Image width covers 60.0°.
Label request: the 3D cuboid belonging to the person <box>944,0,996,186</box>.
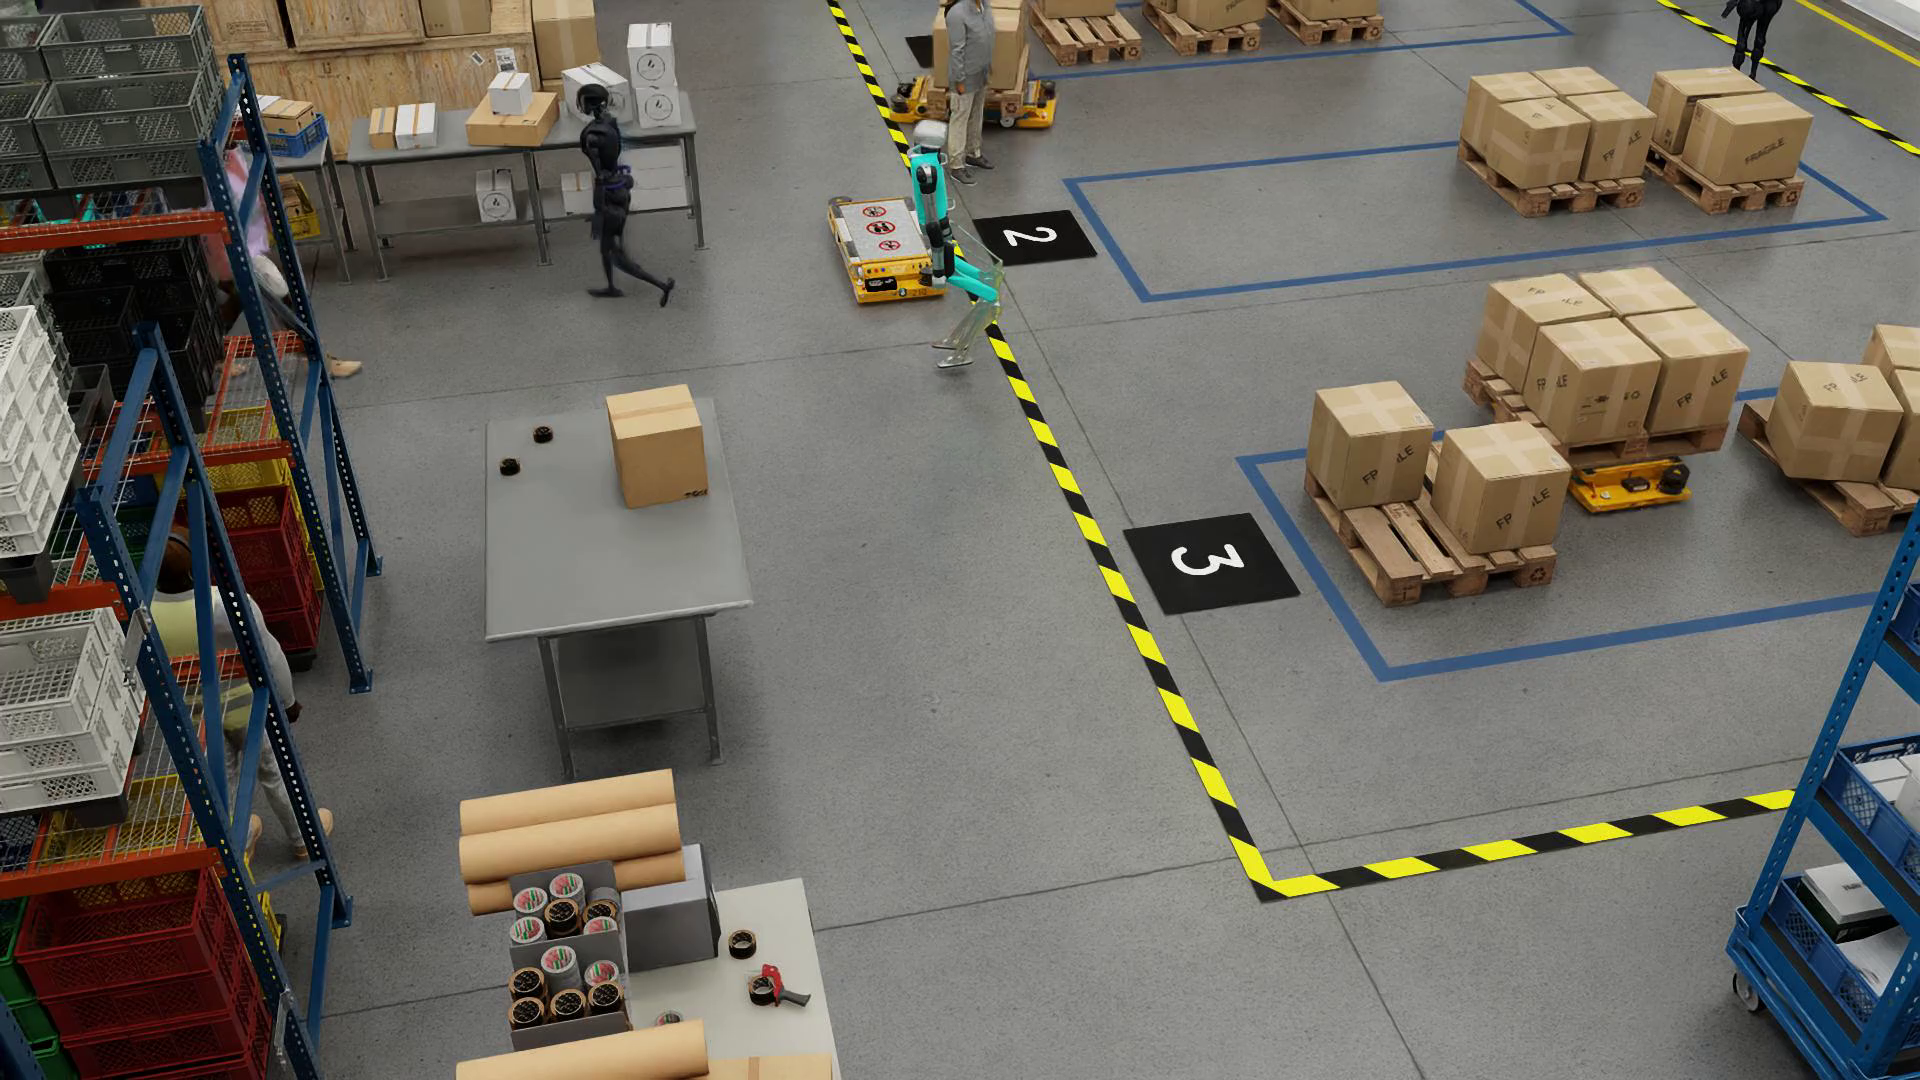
[{"bbox_3d":[0.071,-3.767,13.358,0.396,1.769,0.564,18,40,22],"label":"person"}]

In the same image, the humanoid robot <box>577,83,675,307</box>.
[{"bbox_3d":[-2.378,-2.400,11.623,0.669,1.643,0.608,1,37,2],"label":"humanoid robot"}]

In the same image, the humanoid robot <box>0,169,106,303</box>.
[{"bbox_3d":[-5.723,-1.840,10.808,0.832,1.777,0.532,-8,37,-11],"label":"humanoid robot"}]

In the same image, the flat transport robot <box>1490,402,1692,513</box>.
[{"bbox_3d":[3.914,-0.683,10.448,0.652,0.197,1.431,-8,37,-10],"label":"flat transport robot"}]

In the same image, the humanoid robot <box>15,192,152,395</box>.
[{"bbox_3d":[-5.265,-1.405,10.127,0.531,1.689,0.725,-14,39,-18],"label":"humanoid robot"}]

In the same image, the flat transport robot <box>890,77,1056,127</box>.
[{"bbox_3d":[0.124,-3.913,14.789,1.431,0.197,0.652,3,37,4],"label":"flat transport robot"}]

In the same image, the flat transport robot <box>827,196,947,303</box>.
[{"bbox_3d":[-0.570,-2.220,12.538,0.659,0.231,1.431,-8,37,-10],"label":"flat transport robot"}]

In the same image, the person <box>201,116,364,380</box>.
[{"bbox_3d":[-4.610,-1.892,10.660,1.068,1.996,0.610,-6,37,-8],"label":"person"}]

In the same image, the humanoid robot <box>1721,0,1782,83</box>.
[{"bbox_3d":[7.166,-4.881,14.924,0.599,1.653,0.315,-15,39,-19],"label":"humanoid robot"}]

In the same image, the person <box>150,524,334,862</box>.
[{"bbox_3d":[-3.213,0.703,7.291,0.626,1.844,0.429,-3,37,-3],"label":"person"}]

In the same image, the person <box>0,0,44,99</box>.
[{"bbox_3d":[-8.110,-4.361,14.052,0.724,1.896,0.479,0,37,0],"label":"person"}]

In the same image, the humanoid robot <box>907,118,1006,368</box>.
[{"bbox_3d":[0.035,-1.905,10.773,0.735,1.675,0.533,-2,37,-2],"label":"humanoid robot"}]
